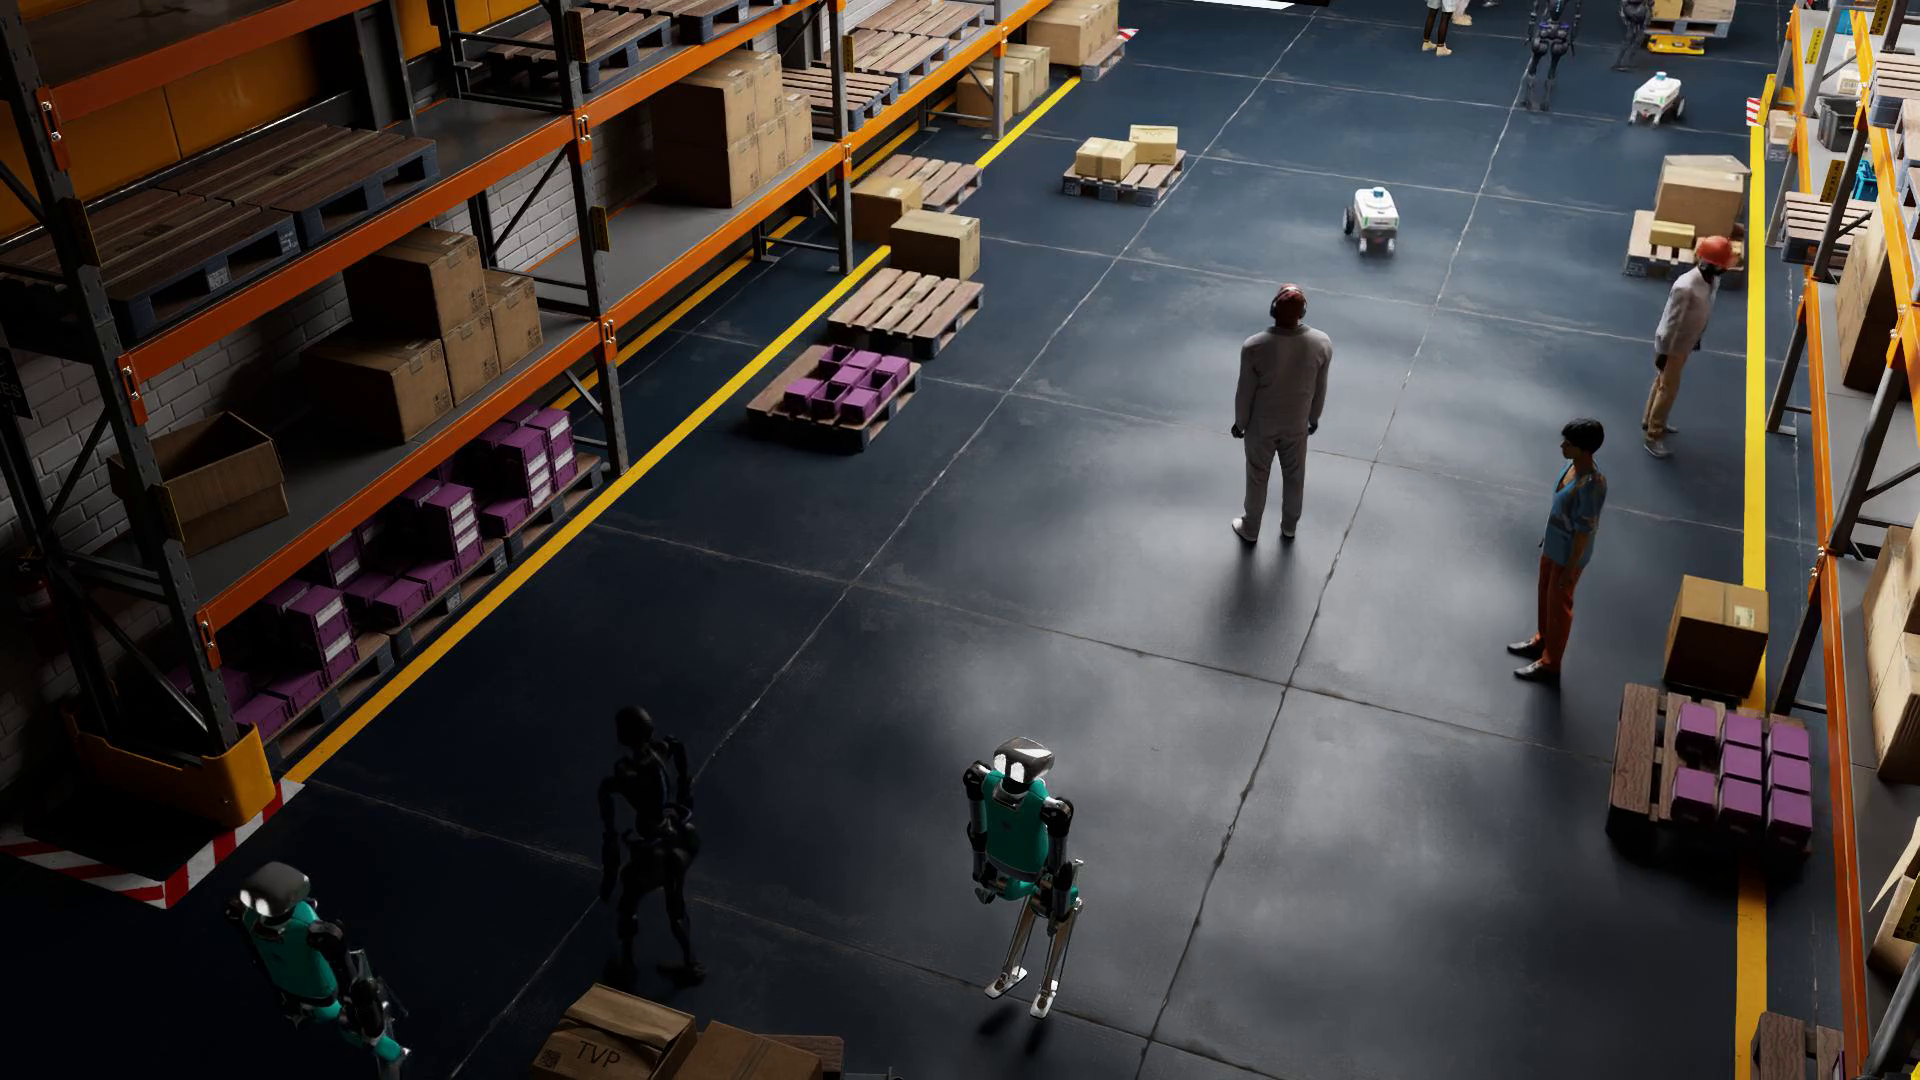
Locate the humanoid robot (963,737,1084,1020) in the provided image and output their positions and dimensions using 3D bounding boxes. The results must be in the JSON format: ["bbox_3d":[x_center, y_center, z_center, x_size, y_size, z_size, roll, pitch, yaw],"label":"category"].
[{"bbox_3d":[0.385,1.503,7.790,0.533,1.677,0.735,20,38,28],"label":"humanoid robot"}]

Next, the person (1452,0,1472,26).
[{"bbox_3d":[6.912,-7.847,22.359,0.354,1.767,0.543,8,34,12],"label":"person"}]

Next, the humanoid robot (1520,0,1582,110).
[{"bbox_3d":[6.868,-5.834,19.316,0.611,1.649,0.311,6,33,9],"label":"humanoid robot"}]

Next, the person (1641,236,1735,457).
[{"bbox_3d":[5.459,-1.491,12.551,0.621,1.734,0.429,-26,41,-34],"label":"person"}]

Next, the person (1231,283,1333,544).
[{"bbox_3d":[2.167,-0.851,11.408,0.641,1.902,0.403,-4,33,-7],"label":"person"}]

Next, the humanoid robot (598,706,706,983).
[{"bbox_3d":[-1.511,1.460,8.035,0.462,1.642,0.589,22,39,30],"label":"humanoid robot"}]

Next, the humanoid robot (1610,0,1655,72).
[{"bbox_3d":[8.400,-6.641,20.580,0.334,1.651,0.601,-3,33,-4],"label":"humanoid robot"}]

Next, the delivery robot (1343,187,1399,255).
[{"bbox_3d":[4.038,-3.136,16.170,0.499,0.583,0.767,2,33,3],"label":"delivery robot"}]

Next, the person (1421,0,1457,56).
[{"bbox_3d":[6.182,-7.040,21.177,0.319,1.691,0.531,-19,37,-26],"label":"person"}]

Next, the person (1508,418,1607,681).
[{"bbox_3d":[3.664,0.054,10.138,0.339,1.759,0.501,1,33,2],"label":"person"}]

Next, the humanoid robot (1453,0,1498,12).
[{"bbox_3d":[7.159,-8.095,22.810,0.915,1.817,0.534,-20,38,-27],"label":"humanoid robot"}]

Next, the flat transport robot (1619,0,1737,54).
[{"bbox_3d":[9.375,-6.711,21.978,0.659,0.231,1.431,6,33,9],"label":"flat transport robot"}]

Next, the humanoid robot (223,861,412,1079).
[{"bbox_3d":[-2.636,1.967,7.268,0.541,1.842,0.784,10,34,15],"label":"humanoid robot"}]

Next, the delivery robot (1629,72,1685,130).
[{"bbox_3d":[8.056,-5.111,19.238,0.499,0.595,0.783,22,39,30],"label":"delivery robot"}]

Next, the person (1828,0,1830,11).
[{"bbox_3d":[12.235,-8.025,22.576,0.523,1.827,0.418,-1,33,-2],"label":"person"}]
